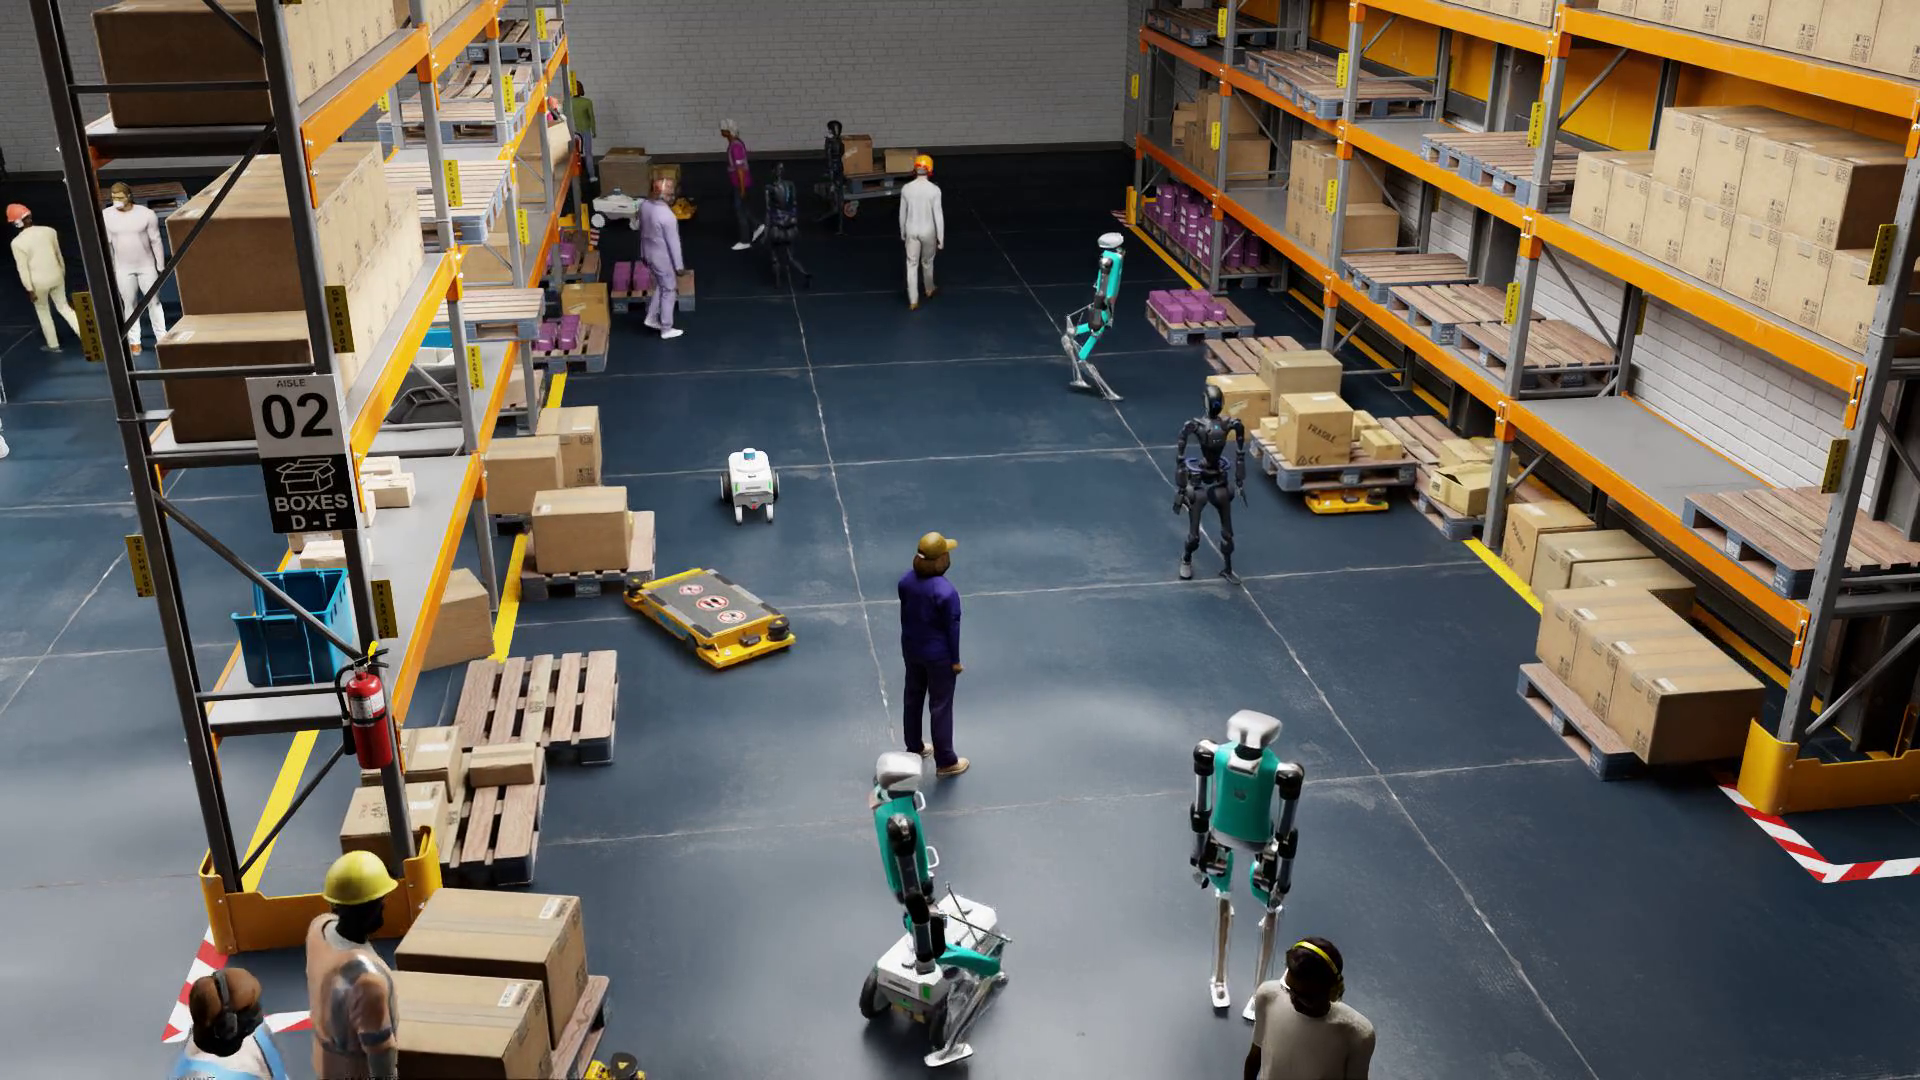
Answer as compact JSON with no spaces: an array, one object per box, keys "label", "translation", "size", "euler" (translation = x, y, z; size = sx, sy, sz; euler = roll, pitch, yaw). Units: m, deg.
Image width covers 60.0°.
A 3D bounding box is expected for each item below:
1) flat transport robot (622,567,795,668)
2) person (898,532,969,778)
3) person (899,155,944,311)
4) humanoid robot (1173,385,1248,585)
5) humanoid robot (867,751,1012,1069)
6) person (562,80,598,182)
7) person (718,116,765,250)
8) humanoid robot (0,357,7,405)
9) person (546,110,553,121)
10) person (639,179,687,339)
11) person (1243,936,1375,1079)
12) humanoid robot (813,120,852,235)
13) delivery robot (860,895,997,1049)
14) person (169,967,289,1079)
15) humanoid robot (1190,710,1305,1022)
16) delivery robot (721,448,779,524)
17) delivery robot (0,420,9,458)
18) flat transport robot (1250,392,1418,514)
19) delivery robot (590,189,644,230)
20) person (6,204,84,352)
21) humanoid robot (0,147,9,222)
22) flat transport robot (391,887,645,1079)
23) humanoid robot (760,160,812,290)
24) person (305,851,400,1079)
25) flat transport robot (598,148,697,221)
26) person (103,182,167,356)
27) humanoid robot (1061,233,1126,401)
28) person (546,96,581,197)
[{"label":"flat transport robot","translation":[-1.897,0.544,12.439],"size":[0.659,0.231,1.431],"euler":[-18,29,-35]},{"label":"person","translation":[-0.170,0.701,10.391],"size":[0.456,1.623,0.351],"euler":[21,31,39]},{"label":"person","translation":[-0.467,-3.775,20.337],"size":[0.571,1.834,1.007],"euler":[3,24,6]},{"label":"humanoid robot","translation":[1.947,-0.443,12.943],"size":[0.591,1.636,0.384],"euler":[-4,24,-9]},{"label":"humanoid robot","translation":[-0.037,1.802,7.816],"size":[0.760,1.842,0.538],"euler":[-4,24,-10]},{"label":"person","translation":[-6.202,-6.668,27.168],"size":[0.506,1.631,0.265],"euler":[-1,24,-3]},{"label":"person","translation":[-3.017,-4.919,22.953],"size":[0.531,1.823,0.560],"euler":[-6,24,-14]},{"label":"humanoid robot","translation":[-10.032,-2.185,16.828],"size":[0.530,1.778,0.701],"euler":[0,24,-1]},{"label":"person","translation":[-6.386,-5.815,24.970],"size":[0.622,1.843,0.431],"euler":[-2,24,-4]},{"label":"person","translation":[-3.376,-3.202,18.988],"size":[0.400,1.873,0.678],"euler":[-19,30,-37]},{"label":"person","translation":[1.300,2.308,6.437],"size":[0.517,1.865,0.328],"euler":[14,27,29]},{"label":"humanoid robot","translation":[-1.827,-5.154,23.683],"size":[0.531,1.646,0.611],"euler":[5,24,11]},{"label":"delivery robot","translation":[-0.123,2.157,8.431],"size":[0.499,0.614,0.817],"euler":[14,27,29]},{"label":"person","translation":[-2.689,2.395,6.292],"size":[0.433,1.826,0.670],"euler":[-3,24,-8]},{"label":"humanoid robot","translation":[1.450,1.541,8.255],"size":[0.544,1.727,0.703],"euler":[12,26,25]},{"label":"delivery robot","translation":[-1.821,-0.506,14.476],"size":[0.499,0.595,0.792],"euler":[-4,24,-10]},{"label":"delivery robot","translation":[-9.390,-0.993,15.578],"size":[0.782,0.589,0.499],"euler":[-16,28,-32]},{"label":"flat transport robot","translation":[3.298,-0.590,15.023],"size":[0.659,0.231,1.431],"euler":[-3,24,-7]},{"label":"delivery robot","translation":[-5.005,-4.835,24.334],"size":[0.792,0.592,0.499],"euler":[4,24,10]},{"label":"person","translation":[-10.116,-2.882,18.446],"size":[0.667,1.711,0.596],"euler":[13,27,26]},{"label":"humanoid robot","translation":[-14.286,-5.422,24.313],"size":[0.598,1.644,0.465],"euler":[-12,27,-26]},{"label":"flat transport robot","translation":[-2.246,2.629,7.689],"size":[1.431,0.231,0.659],"euler":[2,24,5]},{"label":"humanoid robot","translation":[-2.197,-3.932,20.904],"size":[0.577,1.638,0.609],"euler":[19,30,36]},{"label":"person","translation":[-2.400,2.125,6.807],"size":[0.446,1.910,0.623],"euler":[-17,29,-34]},{"label":"flat transport robot","translation":[-4.727,-4.992,25.050],"size":[1.431,0.231,0.659],"euler":[0,24,1]},{"label":"person","translation":[-9.155,-3.020,18.487],"size":[0.627,1.936,0.378],"euler":[-9,25,-20]},{"label":"humanoid robot","translation":[1.329,-2.292,17.067],"size":[0.956,1.747,0.543],"euler":[9,25,21]},{"label":"person","translation":[-6.091,-5.905,25.342],"size":[0.577,1.718,0.865],"euler":[4,24,9]}]
